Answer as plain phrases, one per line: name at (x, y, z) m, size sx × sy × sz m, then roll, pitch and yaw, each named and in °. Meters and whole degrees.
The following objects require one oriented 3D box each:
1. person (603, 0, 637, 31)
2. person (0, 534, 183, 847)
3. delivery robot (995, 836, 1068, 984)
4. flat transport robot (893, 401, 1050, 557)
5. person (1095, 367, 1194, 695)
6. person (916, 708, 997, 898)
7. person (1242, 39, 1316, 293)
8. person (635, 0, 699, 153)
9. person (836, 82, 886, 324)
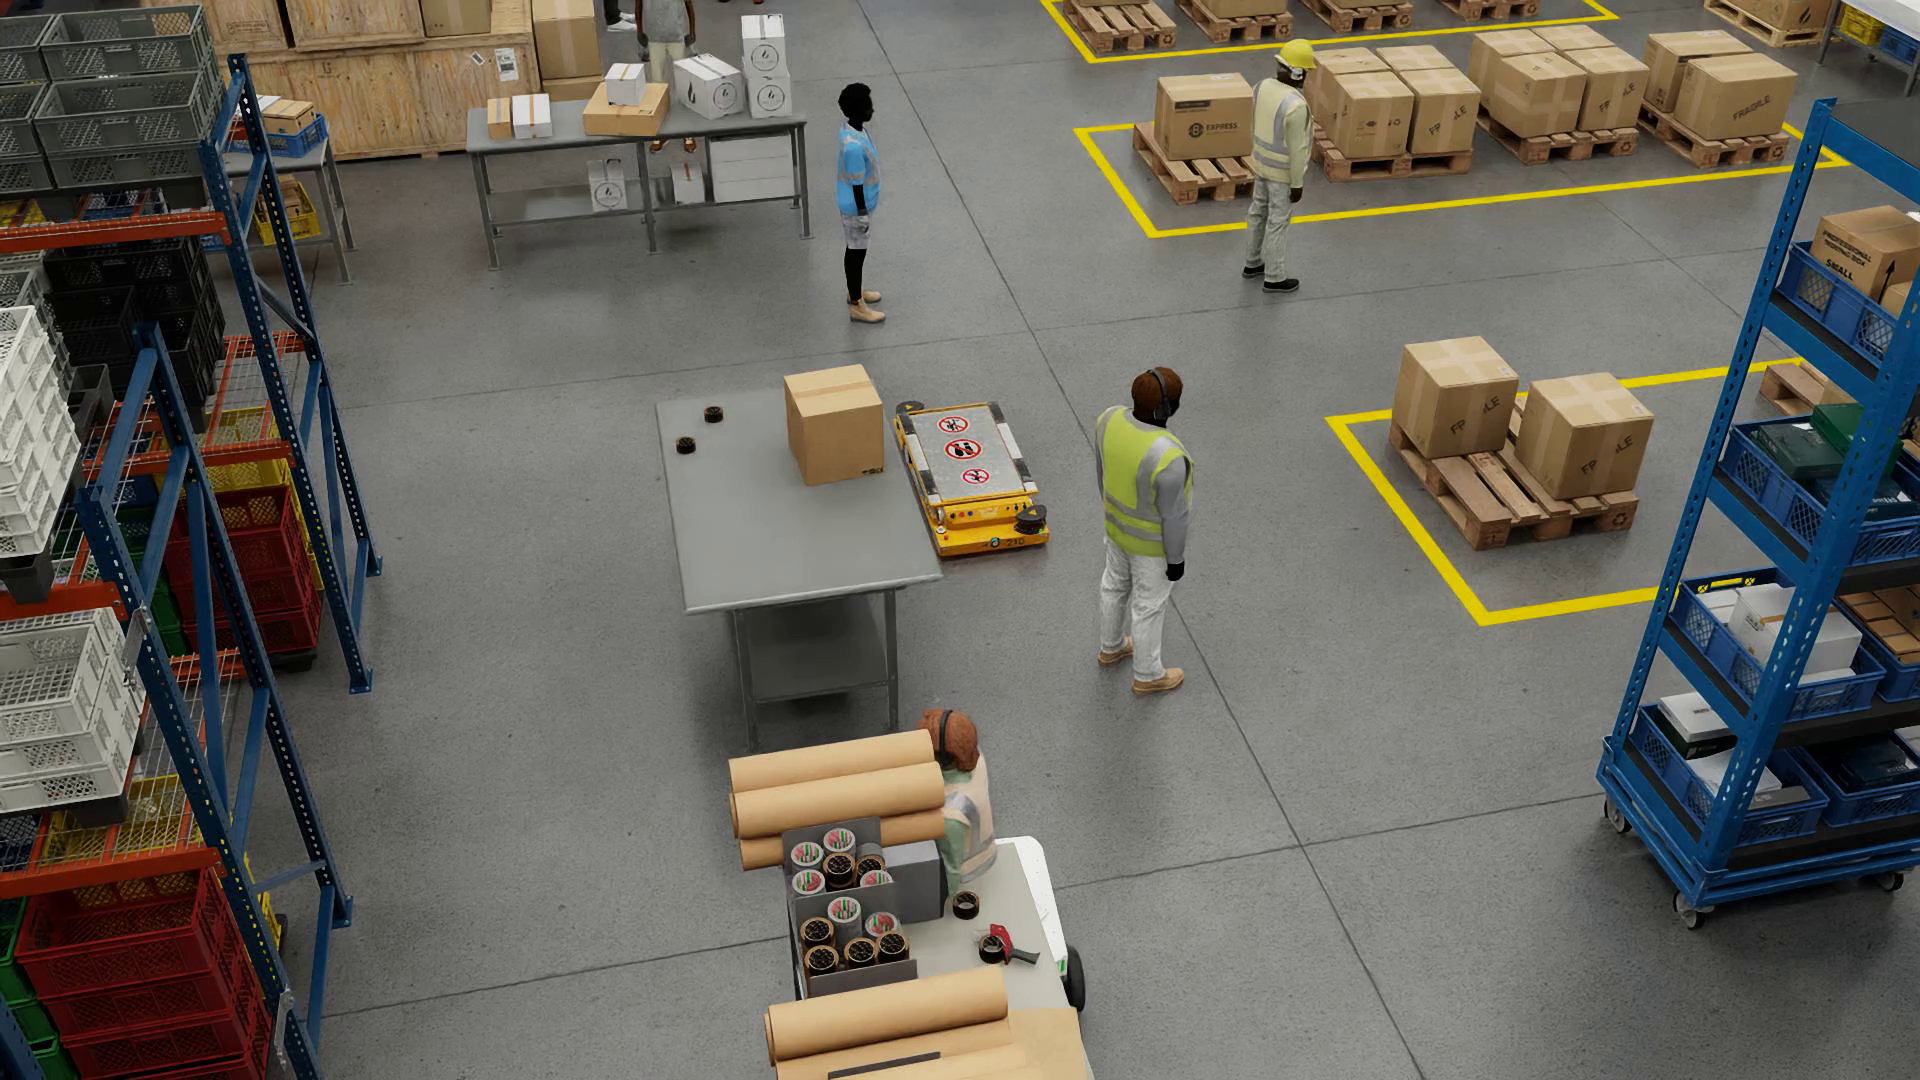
person at (-3.418, -5.916, 16.123) m, size 0.389 × 1.911 × 0.591 m, roll -9°, pitch 38°, yaw -12°
person at (-3.856, 0.668, 7.254) m, size 0.634 × 1.935 × 0.378 m, roll 7°, pitch 37°, yaw 9°
delivery robot at (0.235, 1.591, 7.081) m, size 0.477 × 0.478 × 0.707 m, roll -5°, pitch 37°, yaw -6°
flat transport robot at (0.046, -0.430, 10.108) m, size 0.652 × 0.197 × 1.431 m, roll -8°, pitch 37°, yaw -10°
person at (0.926, -0.048, 8.289) m, size 0.429 × 1.845 × 0.621 m, roll -21°, pitch 41°, yaw -25°
person at (-0.008, 1.315, 6.633) m, size 0.316 × 1.631 × 0.523 m, roll 4°, pitch 37°, yaw 6°
person at (2.274, -2.646, 11.795) m, size 0.403 × 1.823 × 0.586 m, roll -14°, pitch 39°, yaw -19°
person at (-2.420, -4.121, 13.746) m, size 0.513 × 1.864 × 0.331 m, roll 1°, pitch 37°, yaw 1°
person at (-0.695, -2.328, 11.473) m, size 0.318 × 1.697 × 0.535 m, roll -4°, pitch 37°, yaw -5°
